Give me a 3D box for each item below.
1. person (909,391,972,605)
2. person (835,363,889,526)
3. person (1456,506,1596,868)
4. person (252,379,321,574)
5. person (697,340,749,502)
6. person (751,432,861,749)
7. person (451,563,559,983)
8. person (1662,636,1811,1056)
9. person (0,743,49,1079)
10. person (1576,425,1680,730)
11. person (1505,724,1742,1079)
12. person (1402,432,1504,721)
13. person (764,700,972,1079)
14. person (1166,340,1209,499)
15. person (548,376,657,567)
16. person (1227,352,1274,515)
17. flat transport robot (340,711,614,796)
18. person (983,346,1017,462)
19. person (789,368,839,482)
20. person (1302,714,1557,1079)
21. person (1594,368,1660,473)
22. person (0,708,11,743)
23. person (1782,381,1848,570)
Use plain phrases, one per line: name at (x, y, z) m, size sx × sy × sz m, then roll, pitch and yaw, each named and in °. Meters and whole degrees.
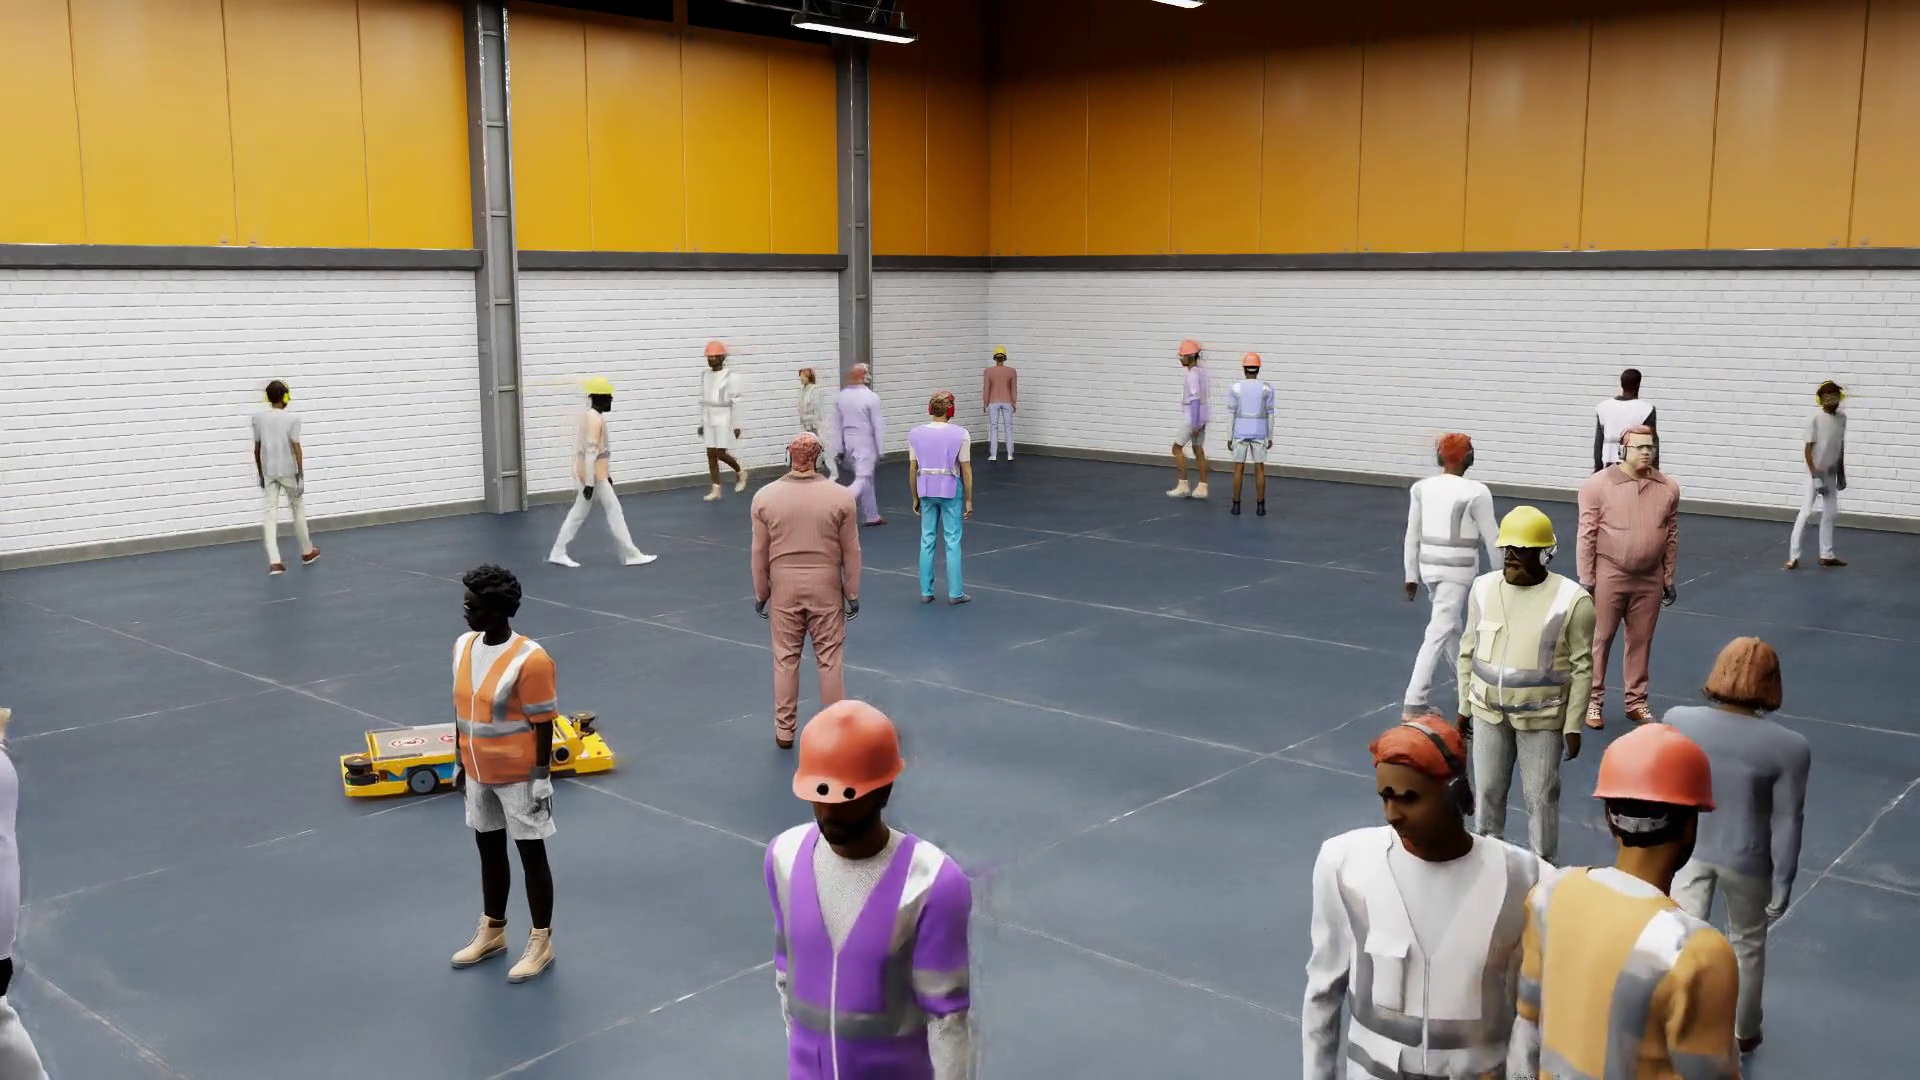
person at (-0.166, -0.355, 14.295) m, size 0.565 × 1.846 × 0.389 m, roll 3°, pitch 10°, yaw 18°
person at (-1.130, -1.032, 18.482) m, size 0.924 × 1.880 × 0.644 m, roll -8°, pitch 12°, yaw -42°
person at (2.469, 0.756, 7.363) m, size 0.601 × 1.830 × 0.404 m, roll 8°, pitch 12°, yaw 42°
person at (-6.511, -0.619, 16.011) m, size 0.531 × 1.818 × 0.928 m, roll 0°, pitch 9°, yaw 1°
person at (-3.002, -1.499, 20.921) m, size 0.614 × 2.026 × 0.602 m, roll 6°, pitch 11°, yaw 34°
person at (-0.916, 0.304, 9.974) m, size 0.651 × 1.906 × 0.403 m, roll 0°, pitch 9°, yaw 0°
person at (-1.842, 0.927, 6.709) m, size 0.533 × 1.698 × 0.322 m, roll 6°, pitch 11°, yaw 32°
person at (2.662, 1.122, 5.812) m, size 0.498 × 1.595 × 0.819 m, roll 6°, pitch 11°, yaw 34°
person at (-3.086, 1.154, 4.971) m, size 0.637 × 1.805 × 0.939 m, roll 0°, pitch 9°, yaw 1°
person at (4.181, 0.233, 10.403) m, size 0.642 × 1.913 × 0.409 m, roll -1°, pitch 9°, yaw -4°
person at (1.364, 1.336, 3.586) m, size 0.898 × 1.889 × 0.532 m, roll -2°, pitch 9°, yaw -12°
person at (3.205, 0.223, 10.701) m, size 1.023 × 1.821 × 0.591 m, roll -6°, pitch 11°, yaw -32°
person at (-0.203, 1.274, 3.982) m, size 0.552 × 1.892 × 1.011 m, roll 4°, pitch 10°, yaw 23°
person at (2.879, -1.526, 21.090) m, size 0.674 × 2.018 × 0.627 m, roll 4°, pitch 10°, yaw 22°
person at (-3.524, -0.652, 16.096) m, size 1.033 × 1.871 × 0.602 m, roll -3°, pitch 10°, yaw -19°
person at (3.426, -1.252, 19.668) m, size 0.551 × 1.931 × 0.375 m, roll 1°, pitch 9°, yaw 8°
flat transport robot at (-2.751, 1.201, 9.454) m, size 1.431 × 0.197 × 0.652 m, roll -4°, pitch 10°, yaw -22°
person at (0.604, -2.073, 25.333) m, size 0.526 × 1.768 × 0.331 m, roll -1°, pitch 9°, yaw -6°
person at (-1.996, -1.537, 22.522) m, size 0.871 × 1.591 × 0.532 m, roll -8°, pitch 12°, yaw -39°
person at (1.144, 1.287, 3.999) m, size 0.615 × 1.852 × 0.938 m, roll 4°, pitch 10°, yaw 22°
person at (6.661, -0.762, 16.650) m, size 0.438 × 1.914 × 0.614 m, roll -8°, pitch 12°, yaw -41°
person at (-5.779, 0.458, 9.274) m, size 0.632 × 1.822 × 0.775 m, roll 8°, pitch 12°, yaw 42°
person at (8.345, -0.617, 16.009) m, size 0.741 × 1.838 × 0.365 m, roll -3°, pitch 10°, yaw -19°
